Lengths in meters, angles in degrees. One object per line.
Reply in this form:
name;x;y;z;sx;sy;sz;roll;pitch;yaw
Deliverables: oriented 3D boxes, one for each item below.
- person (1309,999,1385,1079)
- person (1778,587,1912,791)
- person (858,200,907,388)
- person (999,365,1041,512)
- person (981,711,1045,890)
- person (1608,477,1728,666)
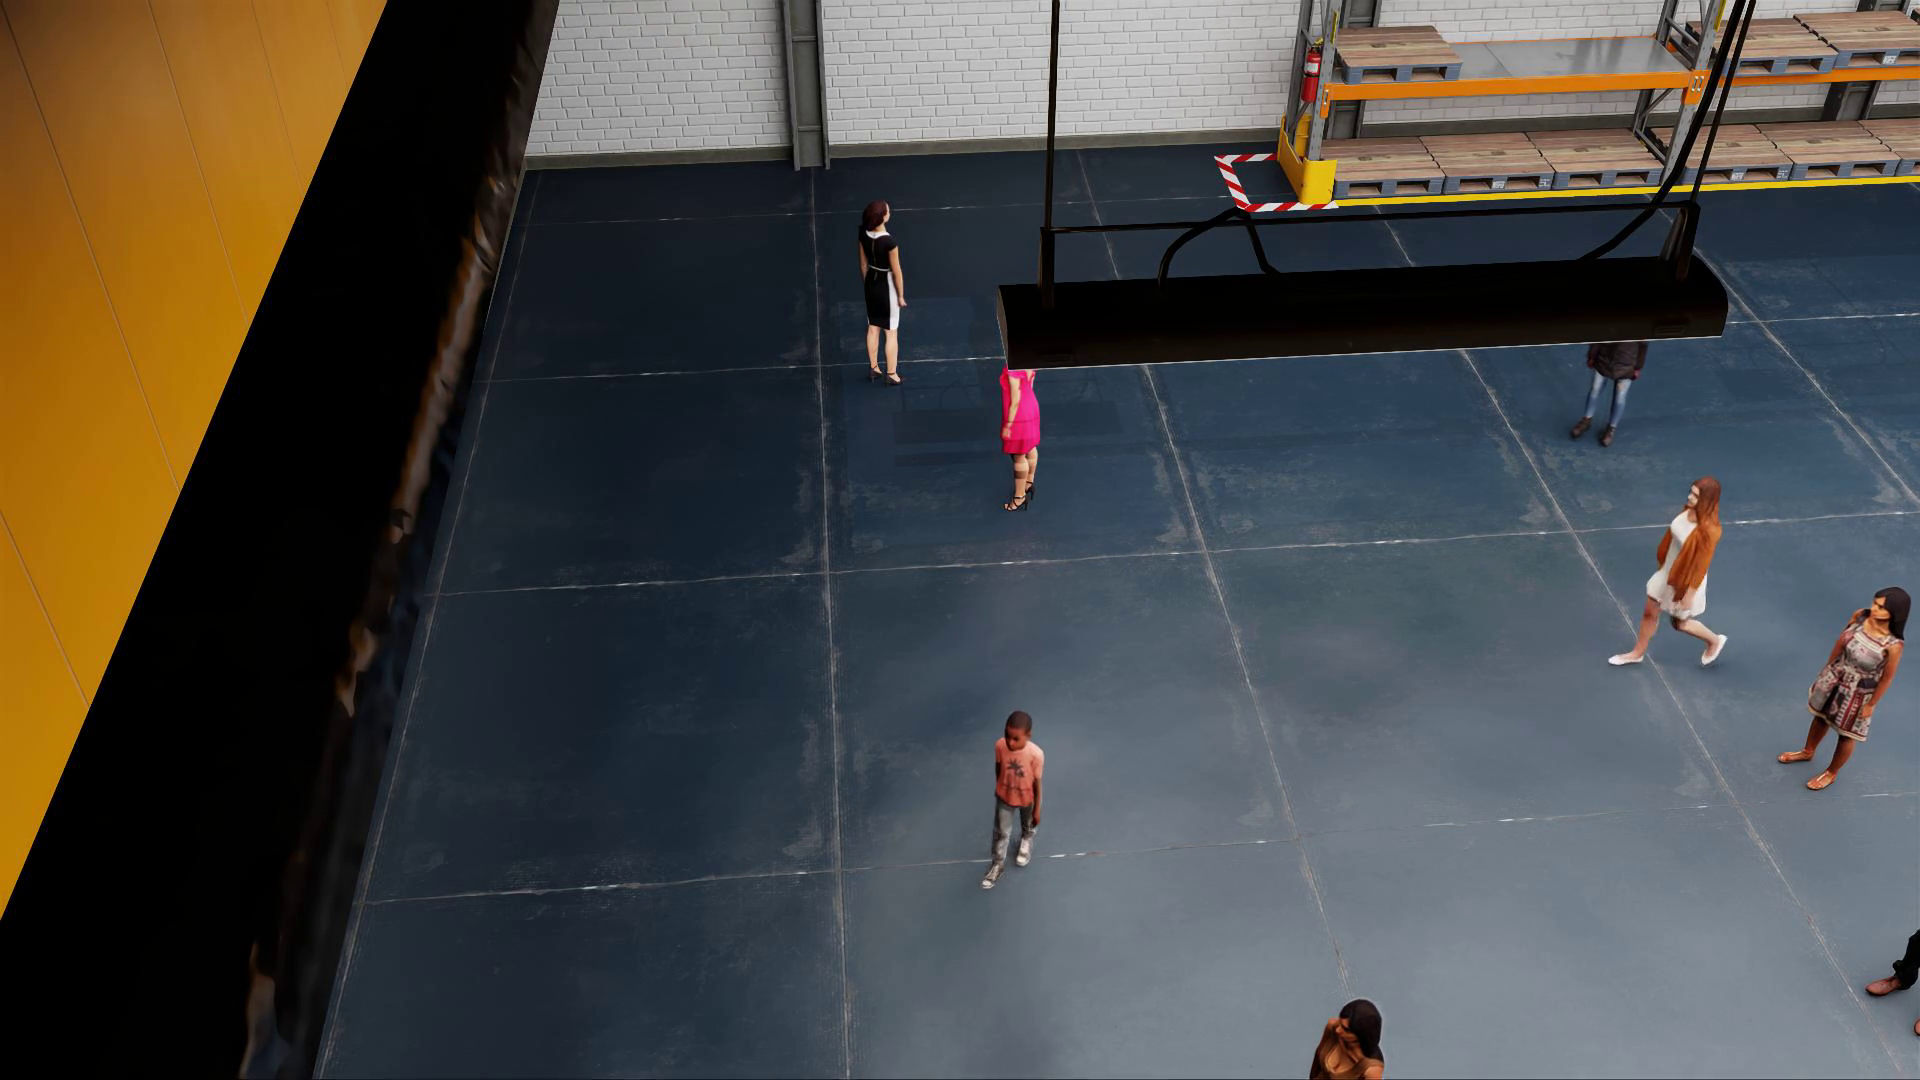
person;1.916;2.861;8.385;0.625;1.689;0.637;-18;42;-21
person;5.815;0.944;10.821;0.606;1.645;0.696;-11;40;-13
person;-0.684;-2.151;14.575;0.622;1.796;0.703;24;44;27
person;0.492;-0.992;13.178;0.690;1.729;0.661;18;42;21
person;0.394;1.528;10.373;0.766;1.291;0.741;12;40;15
person;5.142;0.255;11.644;1.003;1.694;0.625;-4;39;-5
